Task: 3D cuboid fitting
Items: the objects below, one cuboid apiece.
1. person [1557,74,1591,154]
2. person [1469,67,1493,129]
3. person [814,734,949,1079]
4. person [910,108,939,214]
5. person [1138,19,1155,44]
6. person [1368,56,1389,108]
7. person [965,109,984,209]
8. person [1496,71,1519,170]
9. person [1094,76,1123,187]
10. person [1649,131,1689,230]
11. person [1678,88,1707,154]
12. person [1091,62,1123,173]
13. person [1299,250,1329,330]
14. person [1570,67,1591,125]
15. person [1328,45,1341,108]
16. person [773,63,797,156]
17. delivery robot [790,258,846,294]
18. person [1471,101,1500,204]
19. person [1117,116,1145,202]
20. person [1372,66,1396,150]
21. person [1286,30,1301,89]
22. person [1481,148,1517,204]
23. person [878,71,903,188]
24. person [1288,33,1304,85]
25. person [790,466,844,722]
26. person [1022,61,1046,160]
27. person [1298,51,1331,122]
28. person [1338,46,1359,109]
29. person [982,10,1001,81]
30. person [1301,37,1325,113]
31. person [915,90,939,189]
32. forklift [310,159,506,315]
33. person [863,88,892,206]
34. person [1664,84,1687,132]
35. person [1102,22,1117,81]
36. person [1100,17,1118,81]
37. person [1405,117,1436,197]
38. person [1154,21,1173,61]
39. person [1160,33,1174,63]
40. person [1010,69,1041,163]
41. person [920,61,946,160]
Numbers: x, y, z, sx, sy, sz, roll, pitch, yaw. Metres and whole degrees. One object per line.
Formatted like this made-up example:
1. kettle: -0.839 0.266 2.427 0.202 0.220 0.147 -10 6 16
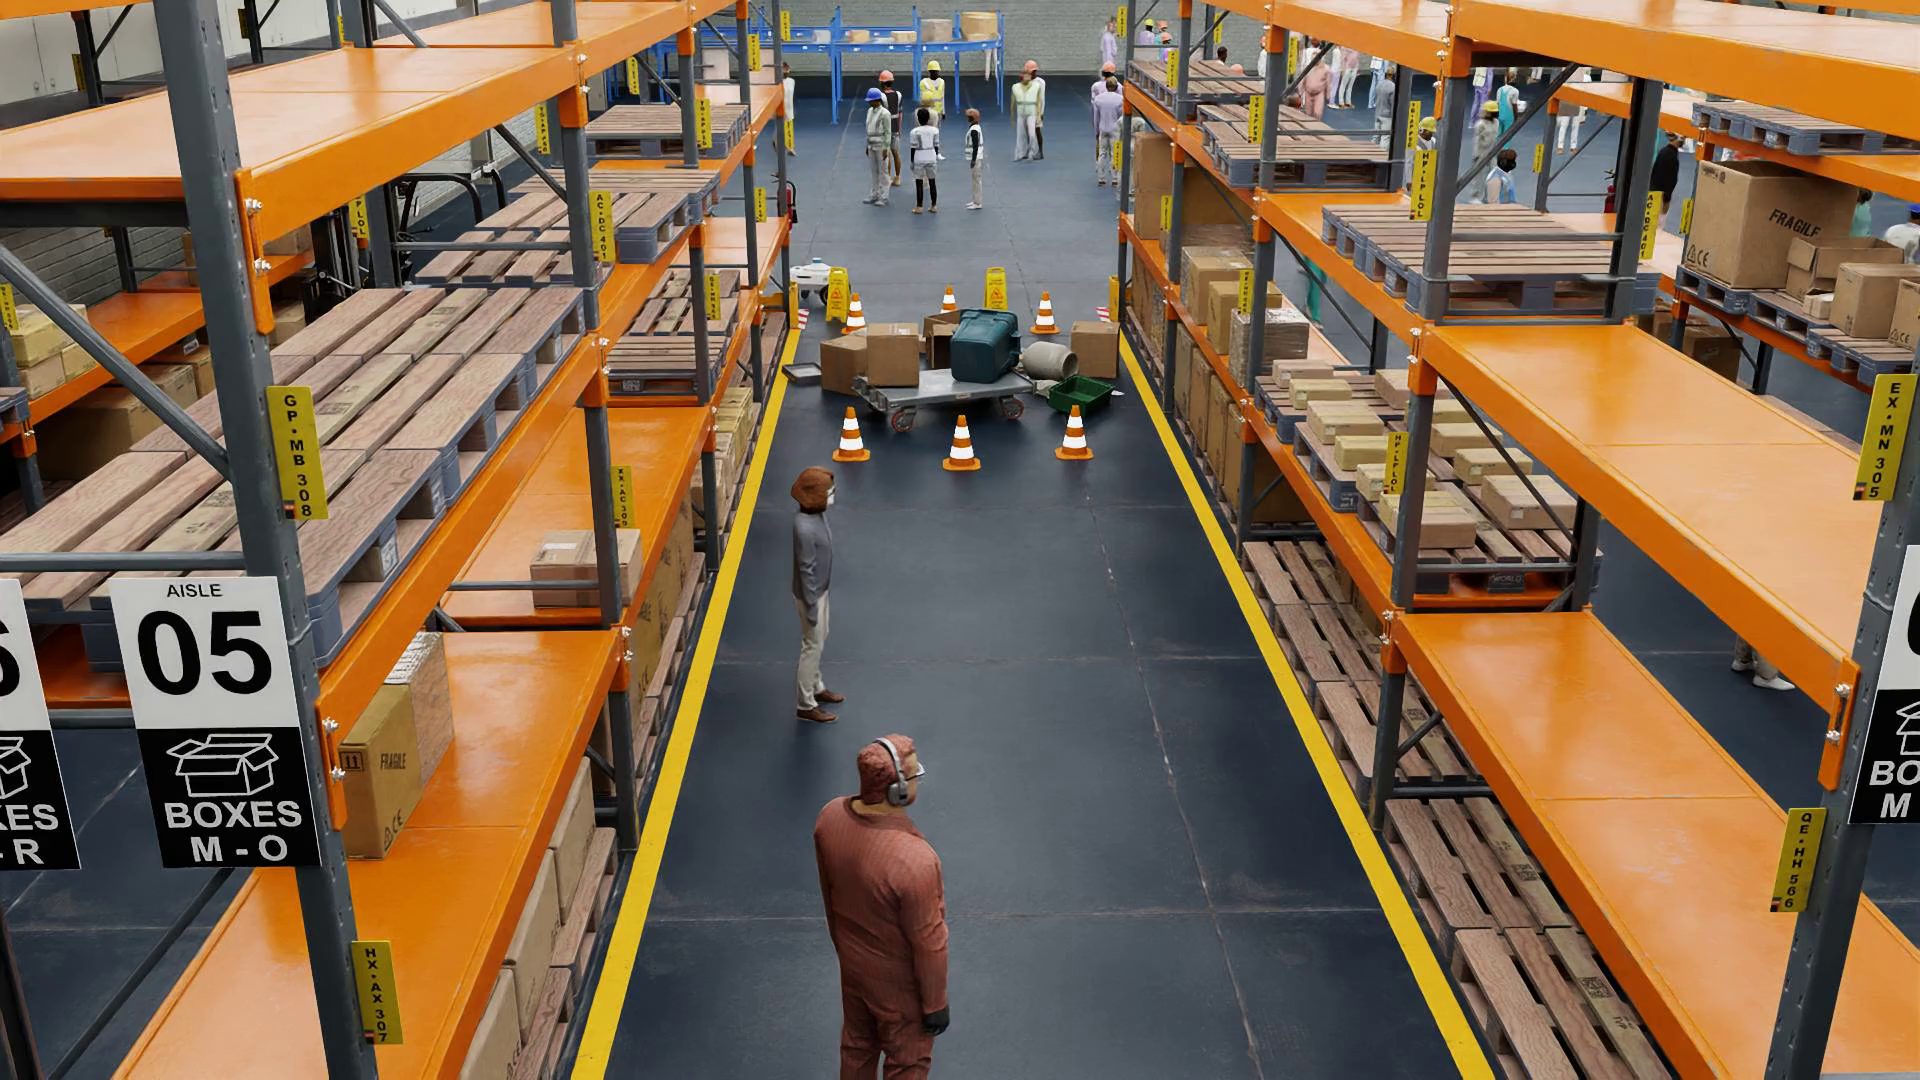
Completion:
1. person: 12.514 -8.830 33.913 0.574 1.883 0.355 2 21 6
2. person: 11.866 -10.294 37.756 0.387 1.905 0.600 -6 22 -15
3. person: -0.252 1.605 6.299 0.407 1.908 0.641 -18 27 -38
4. person: -0.581 -6.190 27.204 0.536 1.693 0.320 -12 24 -28
5. person: 5.156 -13.350 45.797 0.383 1.924 0.594 -16 26 -36
6. person: 10.532 -11.831 41.815 0.389 1.911 0.593 -9 23 -23
7. person: 0.235 -6.334 27.657 0.311 1.636 0.521 1 21 1
8. person: 10.466 -8.027 31.853 0.344 1.839 0.504 -13 24 -30
9. person: 2.695 -7.318 29.839 0.630 1.940 0.372 11 23 26
10. person: 9.756 -4.756 23.020 0.458 1.979 0.680 3 21 8
11. person: 14.975 -8.685 33.939 0.523 1.572 0.867 -3 21 -9
12. person: 2.783 -8.000 31.496 0.608 2.044 0.372 6 22 15
13. person: 4.279 -3.450 19.899 0.520 1.735 0.819 -5 21 -13
14. person: 14.466 -10.479 38.635 0.293 1.623 0.507 13 24 31
15. person: 9.500 -11.780 41.873 0.325 1.767 0.533 1 21 1
16. person: -3.586 -8.761 33.791 0.517 1.846 0.770 -13 24 -30
17. delivery robot: -1.816 -3.332 21.096 0.707 0.478 0.477 4 21 12
18. person: 8.869 -6.499 27.964 0.517 1.723 0.506 -10 23 -25
19. person: 2.921 -6.659 28.389 0.489 1.731 0.320 8 22 21
20. person: 8.171 -8.111 31.954 0.380 1.930 0.626 -8 22 -20
21. person: 9.254 -13.665 46.472 0.536 2.000 0.712 -12 24 -28
22. person: 7.014 -4.187 21.720 0.432 1.836 0.632 12 24 28
23. person: -1.294 -7.332 29.728 0.379 2.045 0.605 19 28 41
24. person: 9.596 -13.902 47.274 0.709 1.907 0.548 -18 27 -39
25. person: -0.880 0.322 10.083 0.278 1.621 0.511 1 21 4
26. person: 1.433 -8.560 33.150 0.548 1.923 0.391 16 26 36
27. person: 7.585 -9.529 35.753 0.679 1.876 0.794 7 22 19
28. person: 9.778 -11.820 41.738 0.627 1.940 0.370 -14 25 -32
29. person: 0.931 -14.470 48.679 0.619 1.985 0.406 -4 21 -10
30. person: 8.575 -11.277 40.395 0.599 1.870 0.417 16 26 36
31. person: -0.591 -7.110 29.595 0.486 1.720 0.400 11 23 26
32. forklift: -5.622 -2.910 17.832 2.313 2.155 1.214 -1 21 -1
33. person: -1.392 -6.602 27.949 0.402 1.938 0.602 -15 26 -35
34. person: 16.092 -9.967 37.264 0.508 1.632 0.264 -3 21 -9
35. person: 4.043 -12.988 44.890 0.394 1.899 0.641 2 21 5
36. person: 4.226 -13.859 47.180 0.513 1.901 0.757 -5 21 -12
37. person: 6.944 -5.450 25.063 0.587 1.822 0.404 -13 24 -31
38. person: 5.326 -12.681 43.936 0.625 1.992 0.388 -13 25 -32
39. person: 5.020 -11.354 40.522 0.385 1.928 0.546 8 22 20
40. person: 1.302 -8.336 32.708 0.655 1.811 0.515 3 21 9
41. person: -0.528 -8.519 33.026 0.588 1.930 0.364 -16 26 -36
